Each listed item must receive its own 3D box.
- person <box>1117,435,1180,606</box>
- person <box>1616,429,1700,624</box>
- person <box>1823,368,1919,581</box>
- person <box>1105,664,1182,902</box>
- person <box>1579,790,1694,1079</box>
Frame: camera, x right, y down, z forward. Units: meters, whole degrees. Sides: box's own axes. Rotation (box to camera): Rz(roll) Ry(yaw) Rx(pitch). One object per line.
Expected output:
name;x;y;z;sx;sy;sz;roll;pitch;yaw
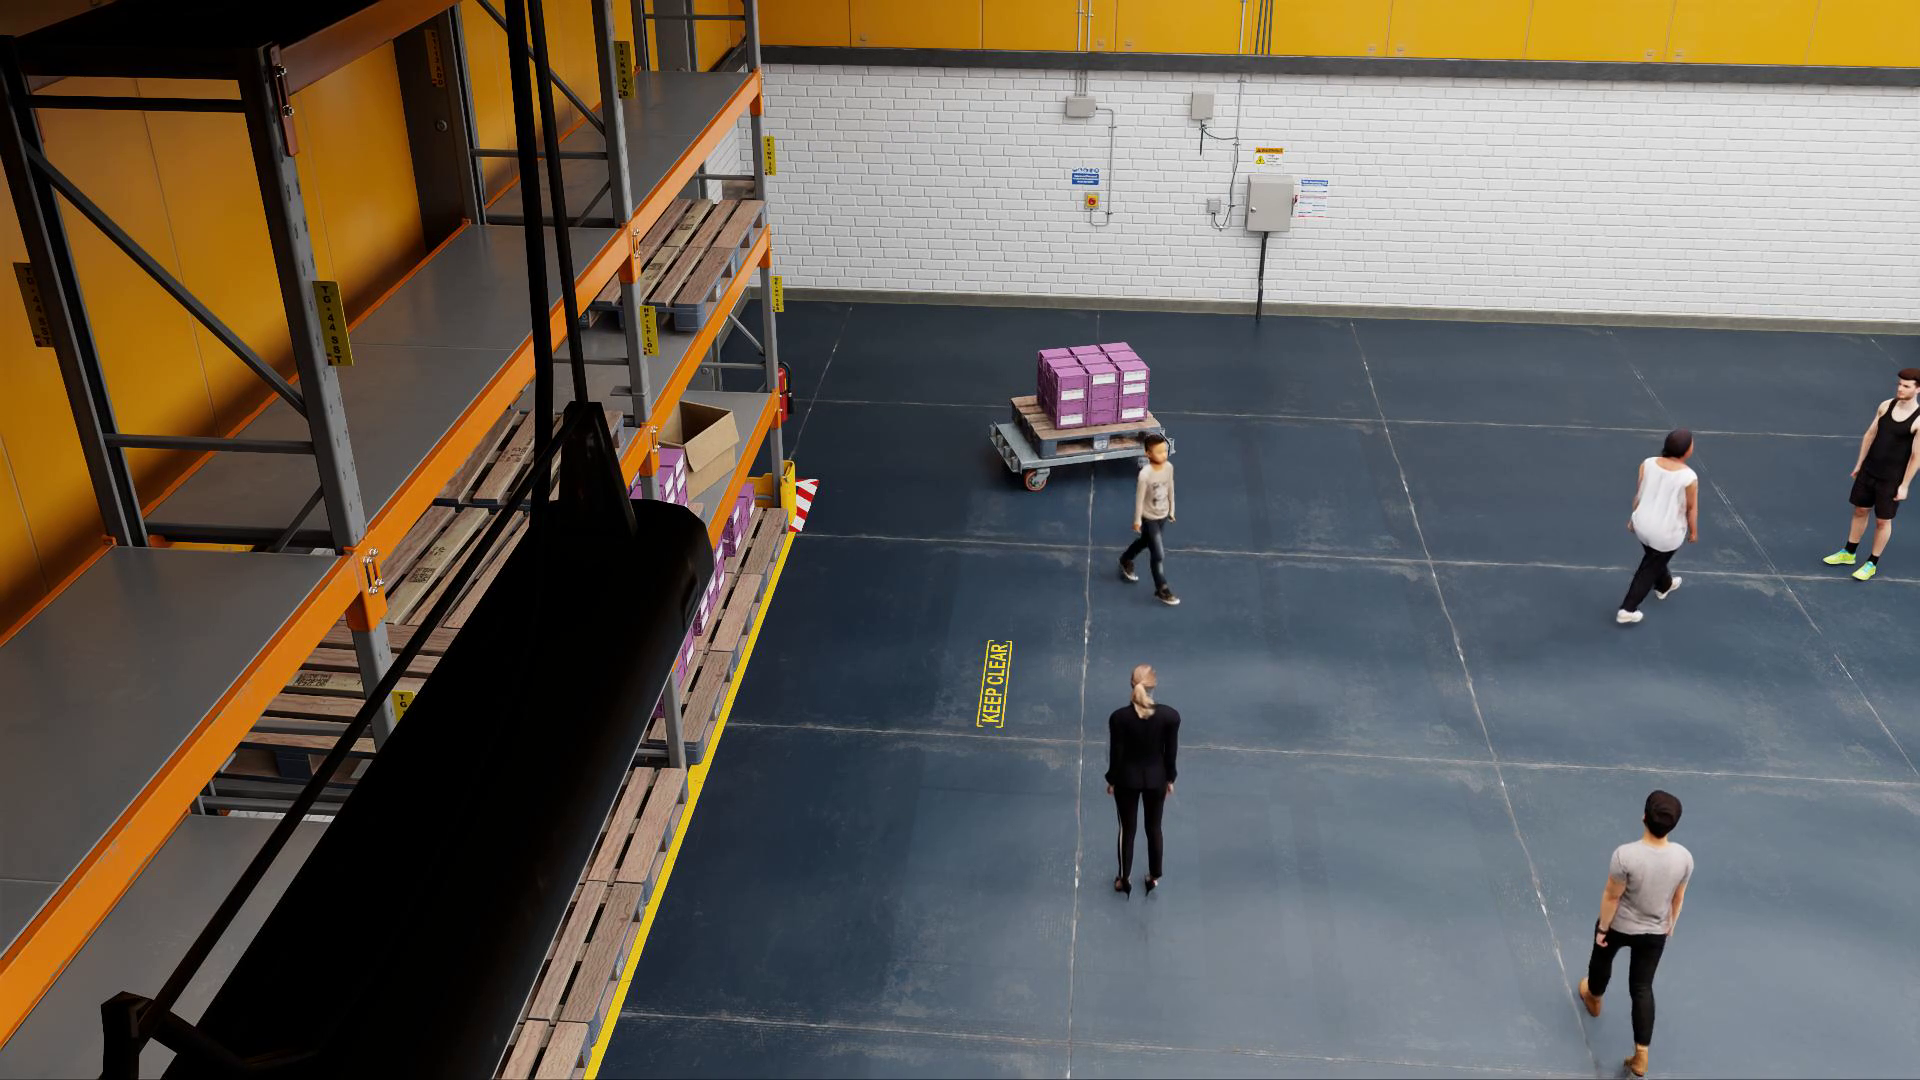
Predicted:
person;1.567;-0.221;13.928;0.976;1.443;1.005;-25;37;-37
person;5.625;-0.080;13.457;1.074;1.647;1.142;-13;31;-23
person;7.852;-0.579;14.115;0.827;1.892;0.717;-14;31;-23
person;1.135;1.530;10.445;0.641;1.704;0.570;-2;29;-4
person;3.769;2.199;9.235;0.616;1.690;1.087;4;29;7
